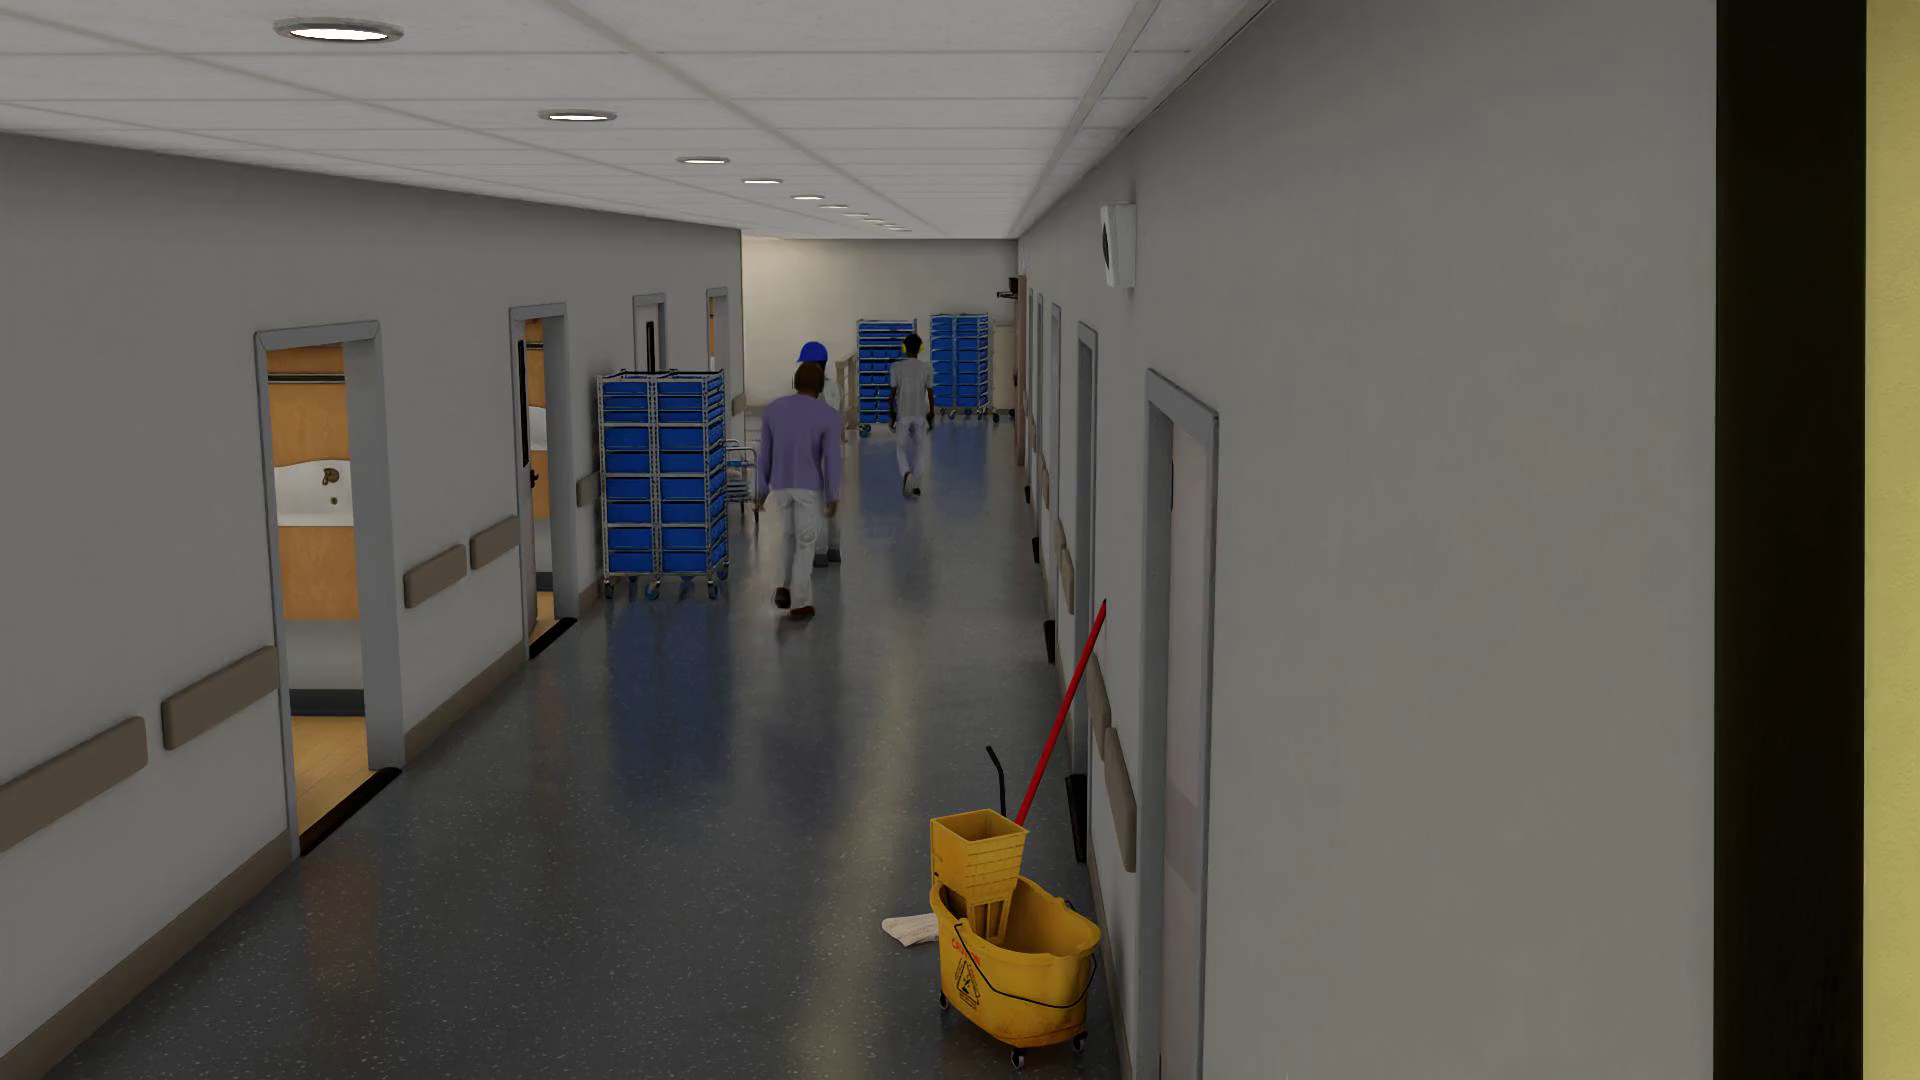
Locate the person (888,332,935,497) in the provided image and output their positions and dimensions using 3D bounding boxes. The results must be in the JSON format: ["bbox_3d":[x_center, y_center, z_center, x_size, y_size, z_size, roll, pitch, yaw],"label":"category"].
[{"bbox_3d":[-0.531,-1.377,18.497,0.537,1.848,0.722,-1,10,-6],"label":"person"}]

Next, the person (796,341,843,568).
[{"bbox_3d":[-1.228,-0.738,14.361,0.396,1.946,0.617,4,10,22],"label":"person"}]

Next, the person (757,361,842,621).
[{"bbox_3d":[-1.176,-0.361,12.248,0.640,1.900,0.530,4,10,22],"label":"person"}]
